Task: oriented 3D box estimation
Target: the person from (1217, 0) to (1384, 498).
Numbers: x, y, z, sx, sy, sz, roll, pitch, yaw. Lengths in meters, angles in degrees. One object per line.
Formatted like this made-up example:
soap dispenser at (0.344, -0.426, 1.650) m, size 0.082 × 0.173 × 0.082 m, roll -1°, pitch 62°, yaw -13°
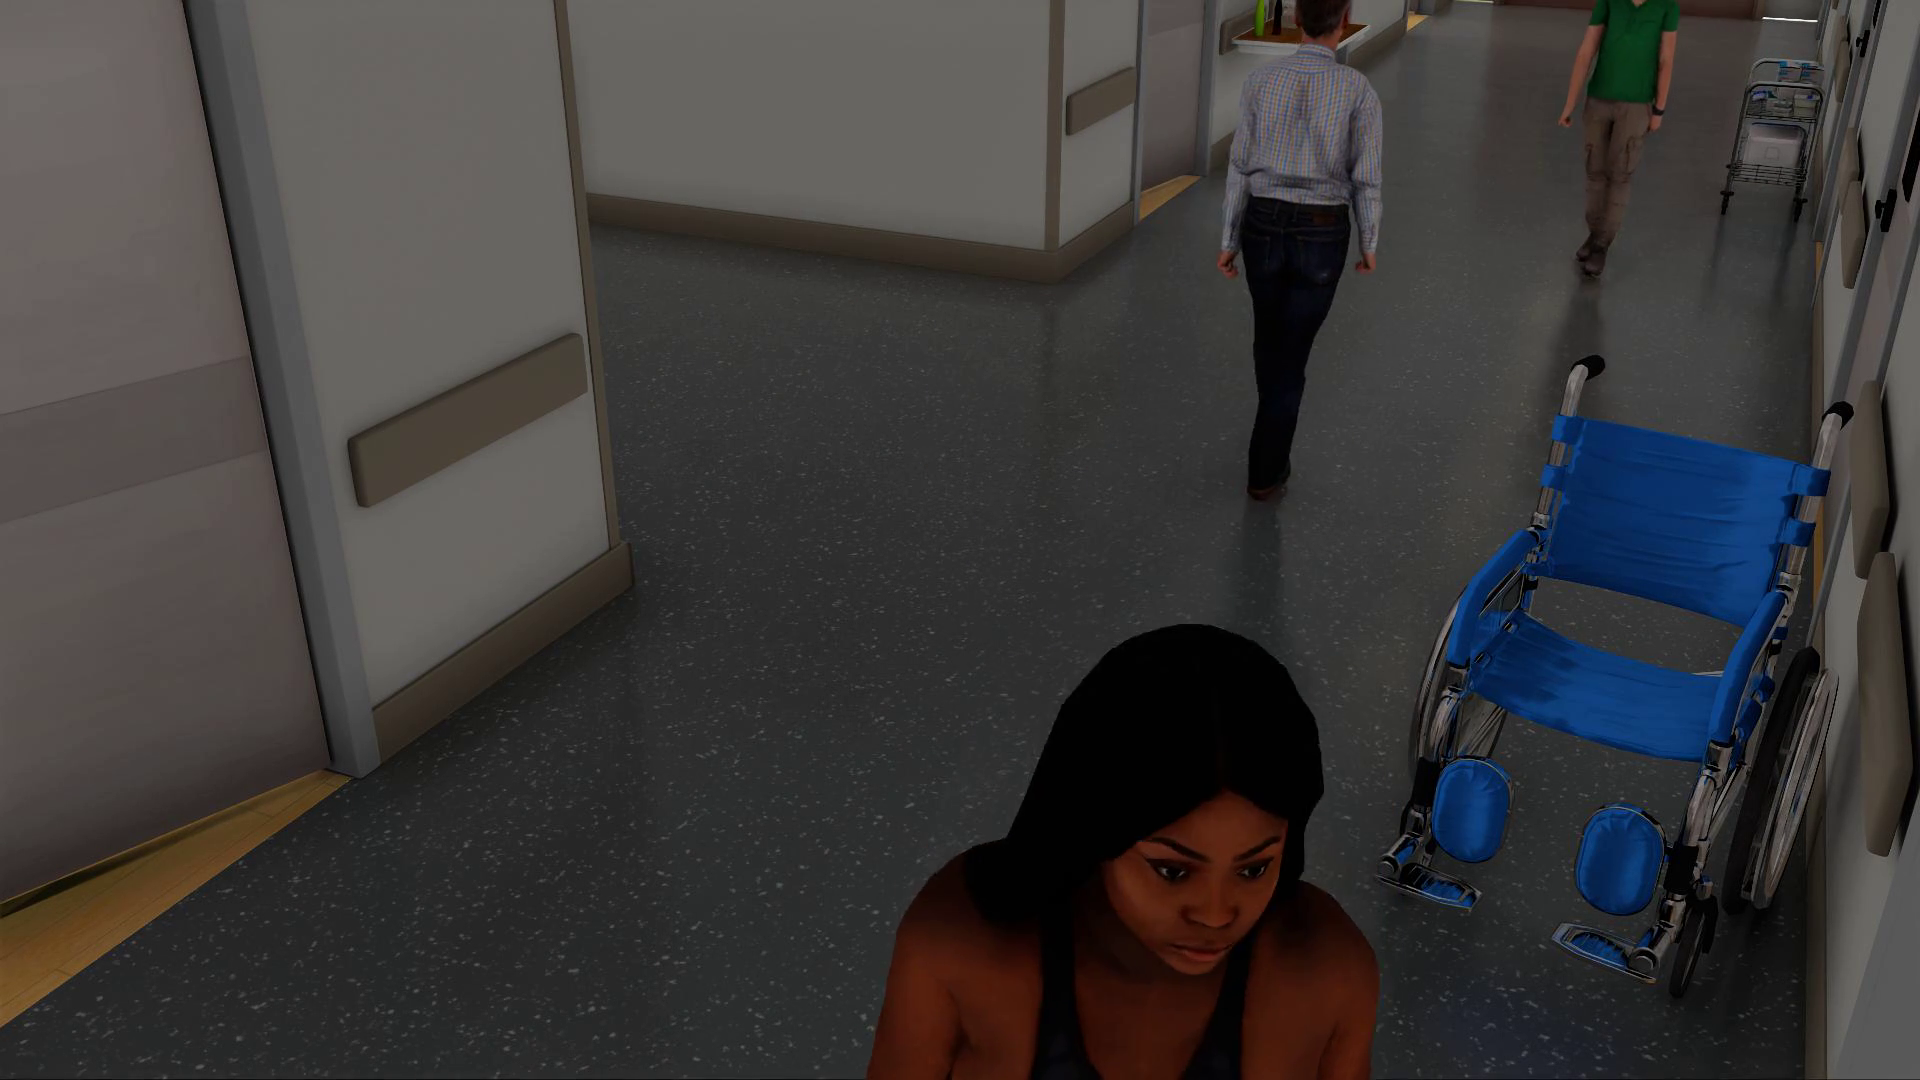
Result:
person at (1.128, -1.008, 5.720) m, size 0.692 × 1.799 × 0.941 m, roll 13°, pitch 28°, yaw 24°

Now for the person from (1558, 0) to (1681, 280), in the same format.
person at (3.327, -2.188, 8.370) m, size 0.679 × 1.621 × 0.940 m, roll 17°, pitch 31°, yaw 32°

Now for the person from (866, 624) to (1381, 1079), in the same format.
person at (0.171, 0.846, 1.909) m, size 0.855 × 1.769 × 1.236 m, roll 6°, pitch 26°, yaw 12°
